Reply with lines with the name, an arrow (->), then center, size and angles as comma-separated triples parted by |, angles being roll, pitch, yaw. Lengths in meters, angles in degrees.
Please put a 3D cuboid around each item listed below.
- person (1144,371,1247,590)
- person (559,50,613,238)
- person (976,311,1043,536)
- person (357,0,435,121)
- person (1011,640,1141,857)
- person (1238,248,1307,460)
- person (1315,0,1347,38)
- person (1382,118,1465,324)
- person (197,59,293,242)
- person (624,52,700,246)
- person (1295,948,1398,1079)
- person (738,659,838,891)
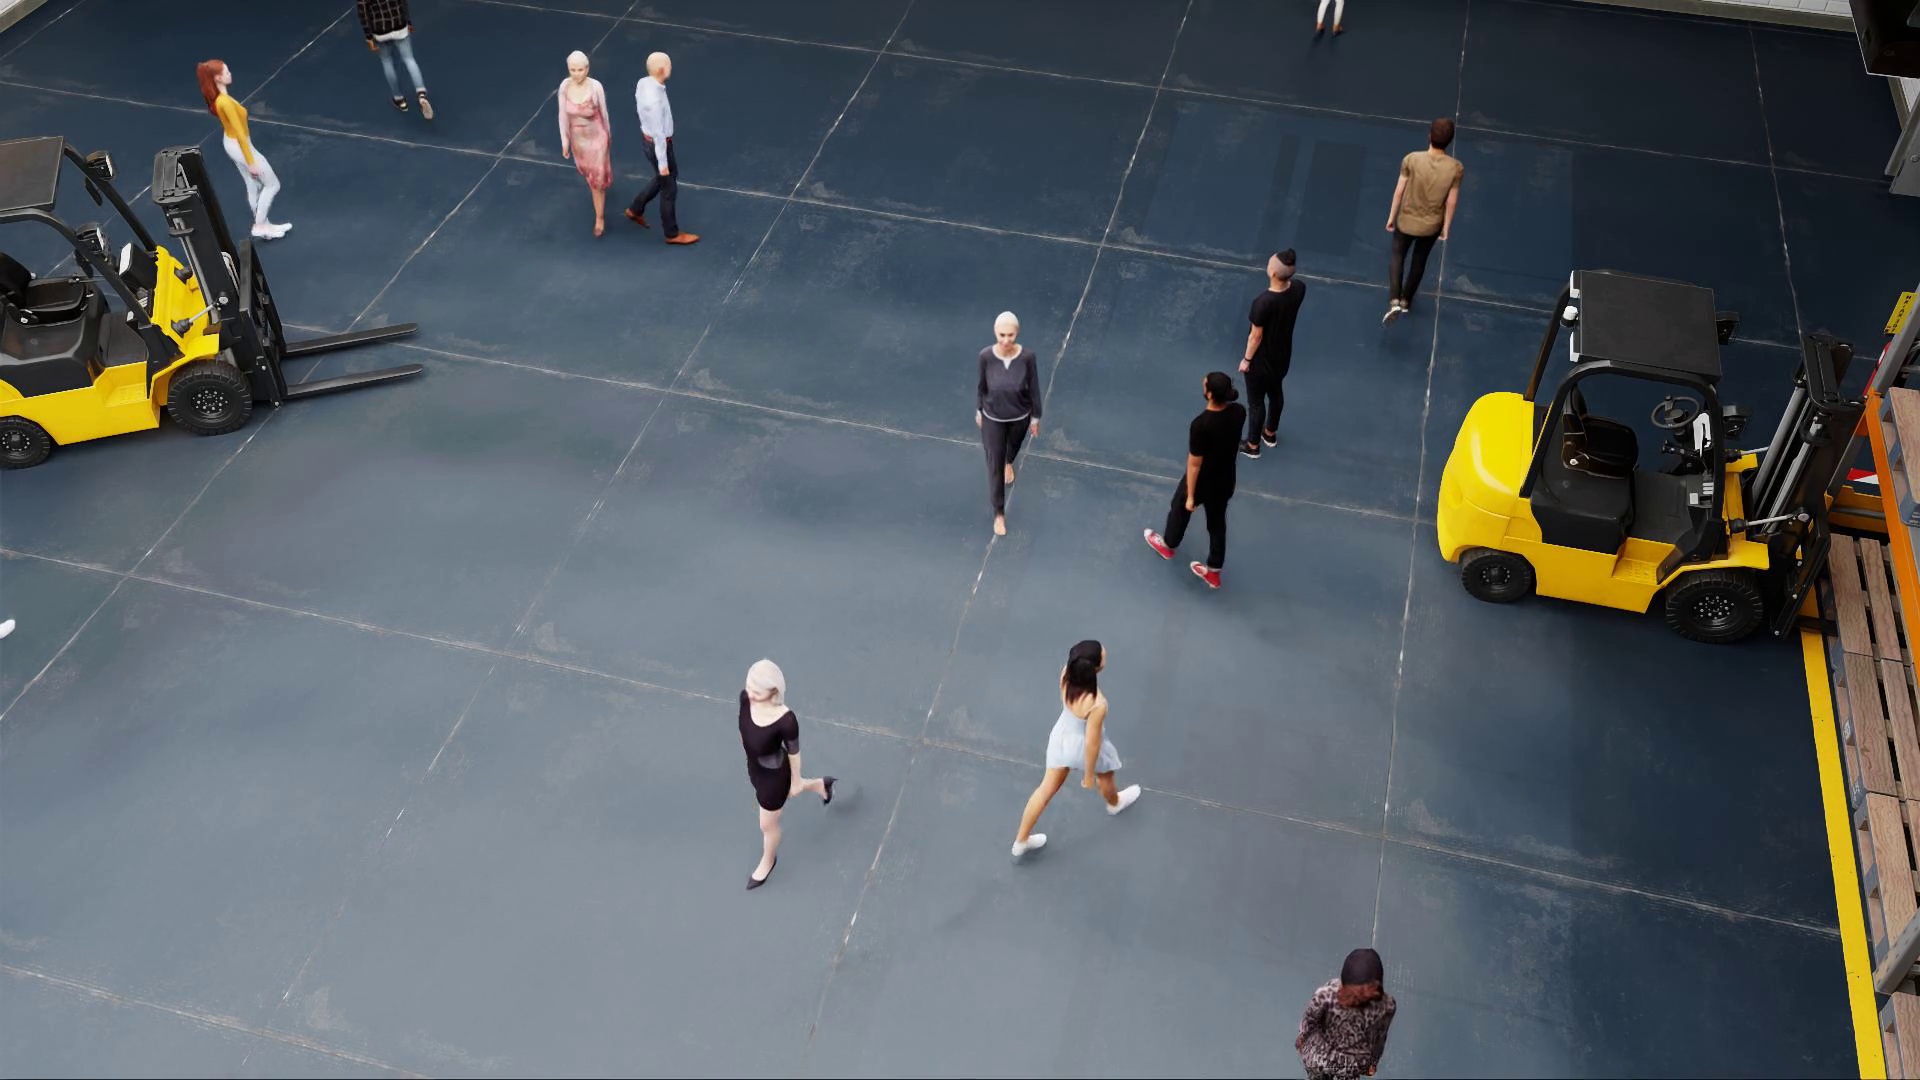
person -> 1.758, -0.360, 11.410 | 1.009, 1.732, 1.050 | -25, 49, -24
person -> -3.321, -3.638, 14.909 | 0.696, 1.651, 1.128 | 4, 44, 4
person -> 0.343, -0.970, 12.086 | 0.848, 1.683, 1.152 | -1, 44, -1
person -> -5.506, -4.934, 16.159 | 1.076, 1.804, 1.097 | -27, 50, -26
person -> 0.612, 1.249, 9.758 | 1.216, 1.681, 1.106 | -26, 49, -24
person -> 2.315, -1.414, 12.422 | 0.733, 1.862, 0.836 | -30, 51, -28
person -> 3.987, -5.971, 17.606 | 0.616, 1.310, 0.652 | 26, 49, 25
person -> 3.760, -2.565, 13.650 | 0.658, 1.834, 0.967 | 12, 45, 12
person -> -6.342, -3.357, 14.550 | 0.776, 1.741, 0.739 | -29, 51, -27
person -> -2.708, -3.417, 14.592 | 0.987, 1.769, 0.955 | -8, 44, -8
person -> 1.879, 2.635, 8.286 | 0.626, 1.706, 0.706 | 4, 44, 4
person -> -1.023, 1.282, 9.631 | 0.876, 1.808, 1.110 | 31, 52, 28
